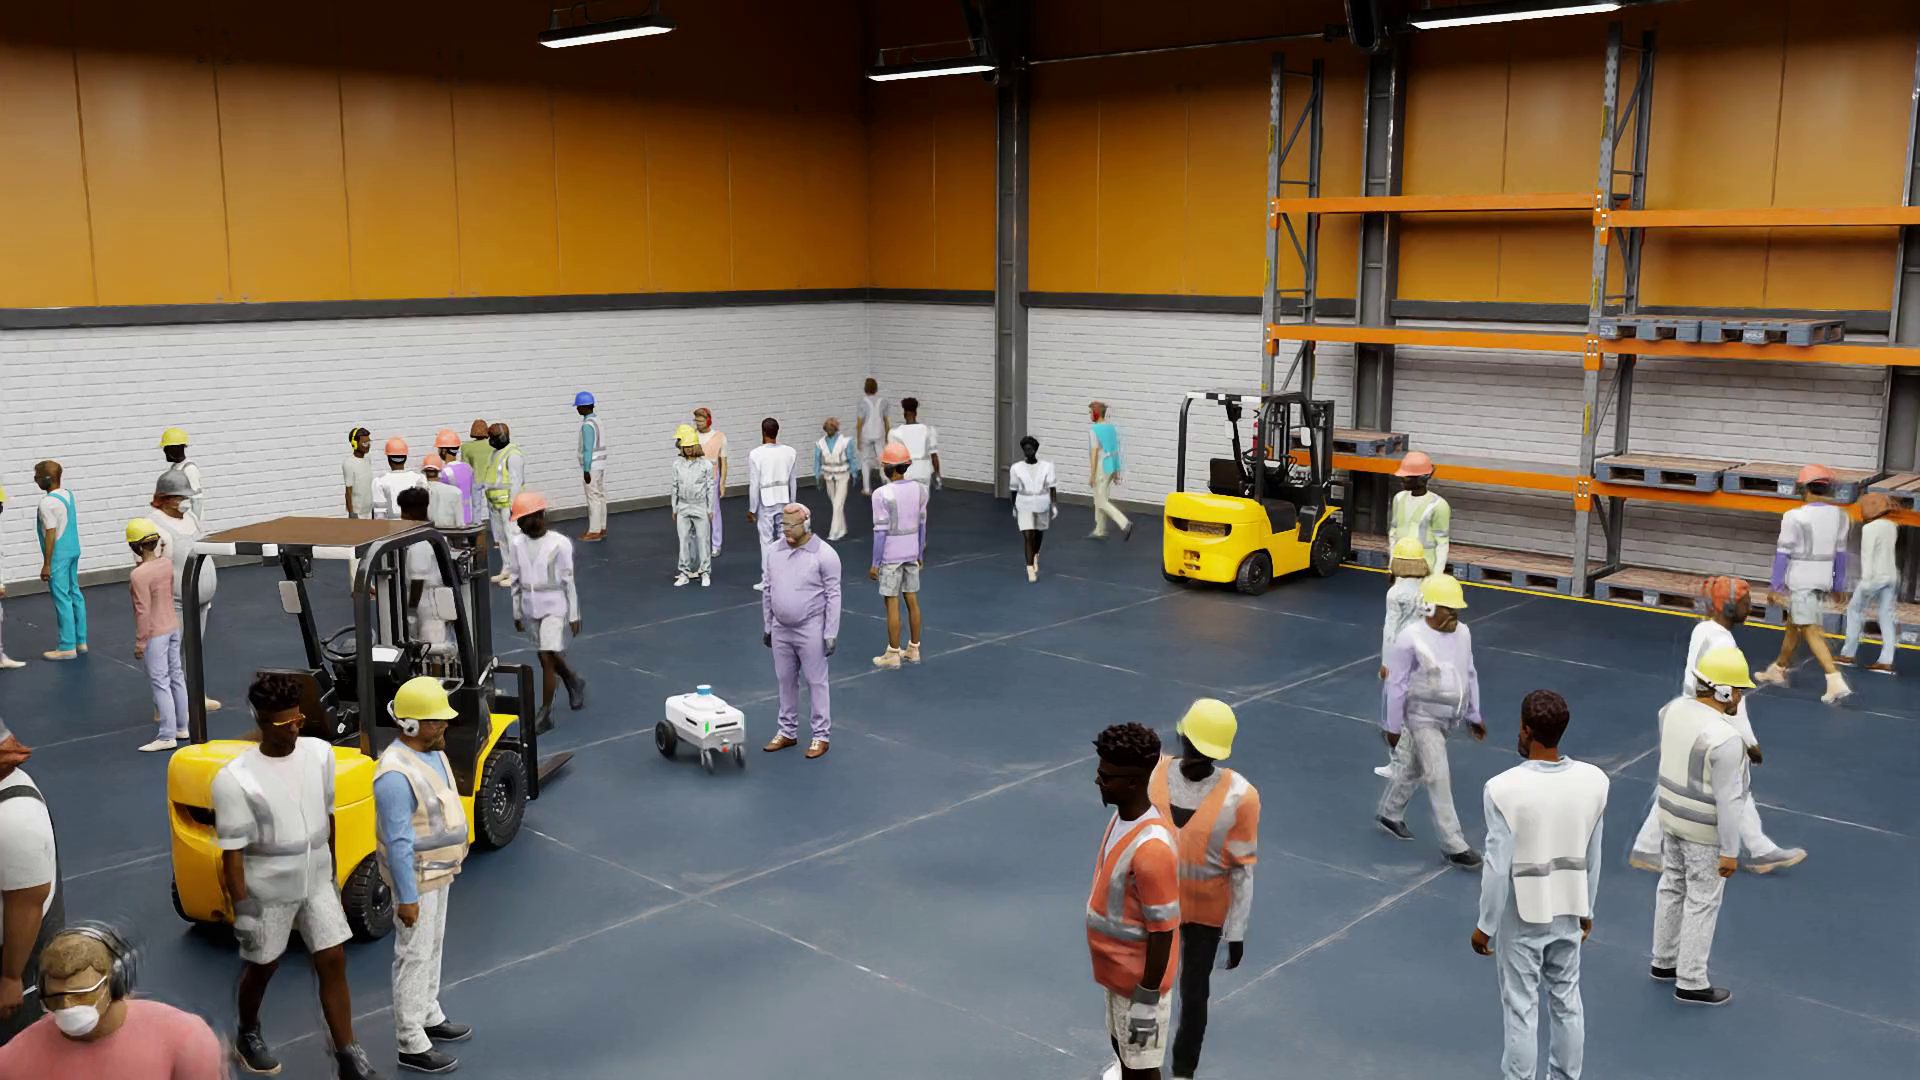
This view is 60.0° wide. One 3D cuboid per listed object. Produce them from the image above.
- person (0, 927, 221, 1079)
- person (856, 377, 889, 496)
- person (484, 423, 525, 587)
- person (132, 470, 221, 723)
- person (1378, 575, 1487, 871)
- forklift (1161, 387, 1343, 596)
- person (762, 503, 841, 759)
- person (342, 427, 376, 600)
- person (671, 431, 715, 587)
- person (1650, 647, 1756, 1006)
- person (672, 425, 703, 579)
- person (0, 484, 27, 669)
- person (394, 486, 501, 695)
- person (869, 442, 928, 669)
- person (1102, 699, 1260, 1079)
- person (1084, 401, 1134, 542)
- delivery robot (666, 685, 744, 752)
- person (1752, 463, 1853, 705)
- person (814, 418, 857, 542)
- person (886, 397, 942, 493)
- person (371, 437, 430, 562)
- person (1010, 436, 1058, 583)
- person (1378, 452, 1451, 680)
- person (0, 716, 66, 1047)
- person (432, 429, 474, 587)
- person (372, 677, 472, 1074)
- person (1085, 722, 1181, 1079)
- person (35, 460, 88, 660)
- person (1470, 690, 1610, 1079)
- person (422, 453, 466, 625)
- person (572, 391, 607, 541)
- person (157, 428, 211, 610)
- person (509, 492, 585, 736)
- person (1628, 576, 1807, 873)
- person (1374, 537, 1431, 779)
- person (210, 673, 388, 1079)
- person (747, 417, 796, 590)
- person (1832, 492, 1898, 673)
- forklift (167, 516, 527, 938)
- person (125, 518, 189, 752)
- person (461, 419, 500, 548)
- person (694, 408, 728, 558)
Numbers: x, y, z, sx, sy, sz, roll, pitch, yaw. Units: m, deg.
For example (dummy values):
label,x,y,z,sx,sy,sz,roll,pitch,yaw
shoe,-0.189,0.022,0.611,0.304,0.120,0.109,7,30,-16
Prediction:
label,x,y,z,sx,sy,sz,roll,pitch,yaw
person,-2.445,1.984,4.893,0.625,1.901,0.994,-2,10,-14
person,-1.303,-1.541,25.132,0.517,1.825,0.695,-3,11,-19
person,-5.101,-0.405,18.653,0.429,1.835,0.635,-8,13,-37
person,-6.218,0.430,13.293,0.536,2.000,0.684,2,10,9
person,2.947,1.092,10.295,0.587,1.783,0.948,-7,12,-34
forklift,3.298,-0.608,18.767,1.214,2.155,2.313,9,13,42
person,-1.203,0.665,12.344,0.652,1.904,0.404,5,11,28
person,-6.420,-0.285,17.888,0.335,1.865,0.504,1,10,7
person,-2.983,-0.343,18.545,0.493,1.743,0.295,1,10,6
person,3.705,1.421,8.301,0.403,1.817,0.601,-1,10,-8
person,-3.107,-0.436,19.001,0.303,1.772,0.526,1,10,7
person,-8.691,0.356,14.616,0.527,1.721,0.708,9,14,43
person,-4.121,0.516,13.163,0.869,1.930,0.597,-2,10,-10
person,-0.567,0.136,14.952,0.608,2.048,0.370,-10,14,-44
person,0.974,1.579,7.199,0.645,1.885,0.430,6,11,30
person,1.917,-0.858,21.256,0.711,1.820,0.591,6,12,30
delivery robot,-1.878,1.311,12.240,0.477,0.478,0.707,-7,12,-34
person,7.153,0.357,13.931,0.628,1.993,1.062,-3,11,-19
person,-1.615,-0.775,21.378,0.524,1.592,0.803,3,11,18
person,-0.586,-0.806,20.635,0.671,1.931,0.720,-2,10,-9
person,-5.470,-0.042,16.281,0.551,1.935,0.375,-7,12,-36
person,0.829,-0.388,19.051,0.527,1.655,0.880,-1,10,-6
person,3.907,0.252,14.310,0.395,2.040,0.609,-6,11,-30
person,-3.834,1.611,6.573,0.536,2.000,0.672,-7,12,-34
person,-5.173,-0.161,16.953,0.354,1.939,0.544,3,10,16
person,-2.470,1.523,7.676,0.404,1.827,0.600,0,10,-2
person,0.666,1.663,6.484,0.361,1.964,0.617,-1,10,-5
person,-8.288,0.177,15.294,0.345,1.845,0.508,0,10,-2
person,2.463,1.583,7.081,0.590,1.919,0.397,-3,11,-18
person,-5.210,0.013,16.535,0.585,1.738,0.478,-1,10,-7
person,-4.766,-0.953,21.466,0.417,1.939,0.605,0,10,0
person,-8.041,-0.202,17.218,0.379,1.925,0.594,-9,13,-42
person,-3.243,0.530,13.172,0.582,1.896,0.917,3,10,18
person,4.554,1.126,9.946,1.024,1.826,0.582,3,10,16
person,3.178,0.838,11.851,0.480,1.733,0.339,-8,12,-37
person,-3.005,1.525,7.423,0.916,1.921,0.615,7,12,35
person,-2.059,-0.388,18.302,0.600,1.917,0.376,-8,13,-38
person,8.125,0.367,14.880,0.521,1.594,0.687,-6,11,-29
forklift,-3.583,0.976,9.748,1.214,2.155,2.313,2,10,11
person,-6.058,0.710,12.496,0.329,1.765,0.525,0,10,1
person,-5.996,-0.702,20.896,0.498,1.634,0.279,-2,10,-14
person,-3.100,-0.703,20.325,0.564,1.837,0.388,3,10,18
